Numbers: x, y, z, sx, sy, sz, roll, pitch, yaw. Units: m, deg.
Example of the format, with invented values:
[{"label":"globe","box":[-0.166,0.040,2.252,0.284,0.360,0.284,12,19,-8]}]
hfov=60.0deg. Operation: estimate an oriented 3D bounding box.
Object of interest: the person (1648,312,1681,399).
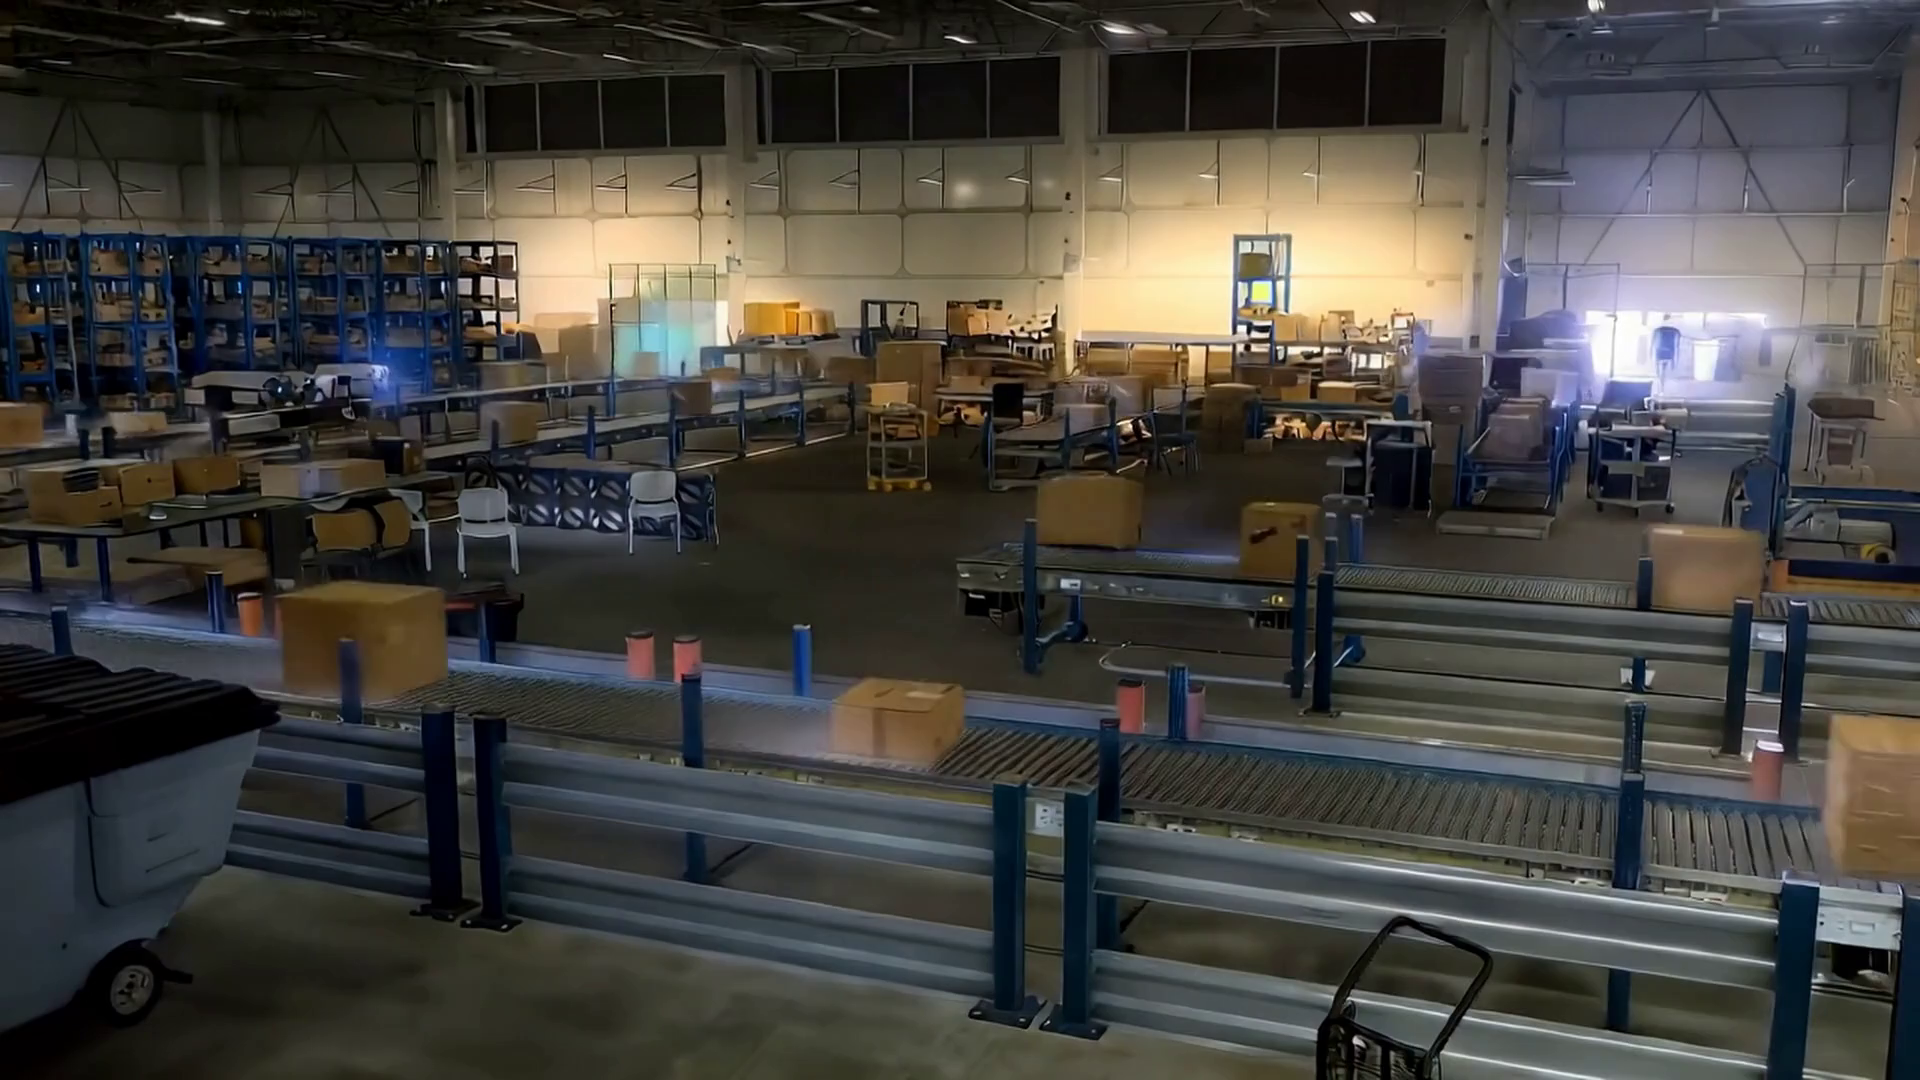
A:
[{"label":"person","box":[15.822,-4.110,37.368,0.614,1.993,1.050,1,9,8]}]

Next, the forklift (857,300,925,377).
[{"label":"forklift","box":[-1.732,-5.109,42.468,1.157,1.987,2.680,4,10,22]}]

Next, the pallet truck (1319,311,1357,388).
[{"label":"pallet truck","box":[9.071,-4.419,39.190,0.823,1.965,1.885,5,10,26]}]

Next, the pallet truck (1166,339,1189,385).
[{"label":"pallet truck","box":[5.418,-4.269,40.420,0.704,1.261,1.522,3,10,20]}]

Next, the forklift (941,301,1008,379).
[{"label":"forklift","box":[0.365,-4.966,41.571,1.157,1.987,2.680,3,10,20]}]

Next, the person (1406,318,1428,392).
[{"label":"person","box":[9.988,-3.896,36.360,0.428,1.893,0.646,4,10,23]}]

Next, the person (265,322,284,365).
[{"label":"person","box":[-17.031,-4.660,41.247,0.575,1.809,0.944,3,10,15]}]

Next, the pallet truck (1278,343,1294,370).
[{"label":"pallet truck","box":[7.886,-4.163,39.743,0.653,1.274,1.630,4,10,22]}]

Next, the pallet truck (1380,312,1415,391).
[{"label":"pallet truck","box":[10.207,-4.283,38.369,0.823,1.965,1.885,3,10,20]}]

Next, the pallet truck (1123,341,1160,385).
[{"label":"pallet truck","box":[4.445,-4.380,41.279,0.680,1.201,1.601,4,10,22]}]
